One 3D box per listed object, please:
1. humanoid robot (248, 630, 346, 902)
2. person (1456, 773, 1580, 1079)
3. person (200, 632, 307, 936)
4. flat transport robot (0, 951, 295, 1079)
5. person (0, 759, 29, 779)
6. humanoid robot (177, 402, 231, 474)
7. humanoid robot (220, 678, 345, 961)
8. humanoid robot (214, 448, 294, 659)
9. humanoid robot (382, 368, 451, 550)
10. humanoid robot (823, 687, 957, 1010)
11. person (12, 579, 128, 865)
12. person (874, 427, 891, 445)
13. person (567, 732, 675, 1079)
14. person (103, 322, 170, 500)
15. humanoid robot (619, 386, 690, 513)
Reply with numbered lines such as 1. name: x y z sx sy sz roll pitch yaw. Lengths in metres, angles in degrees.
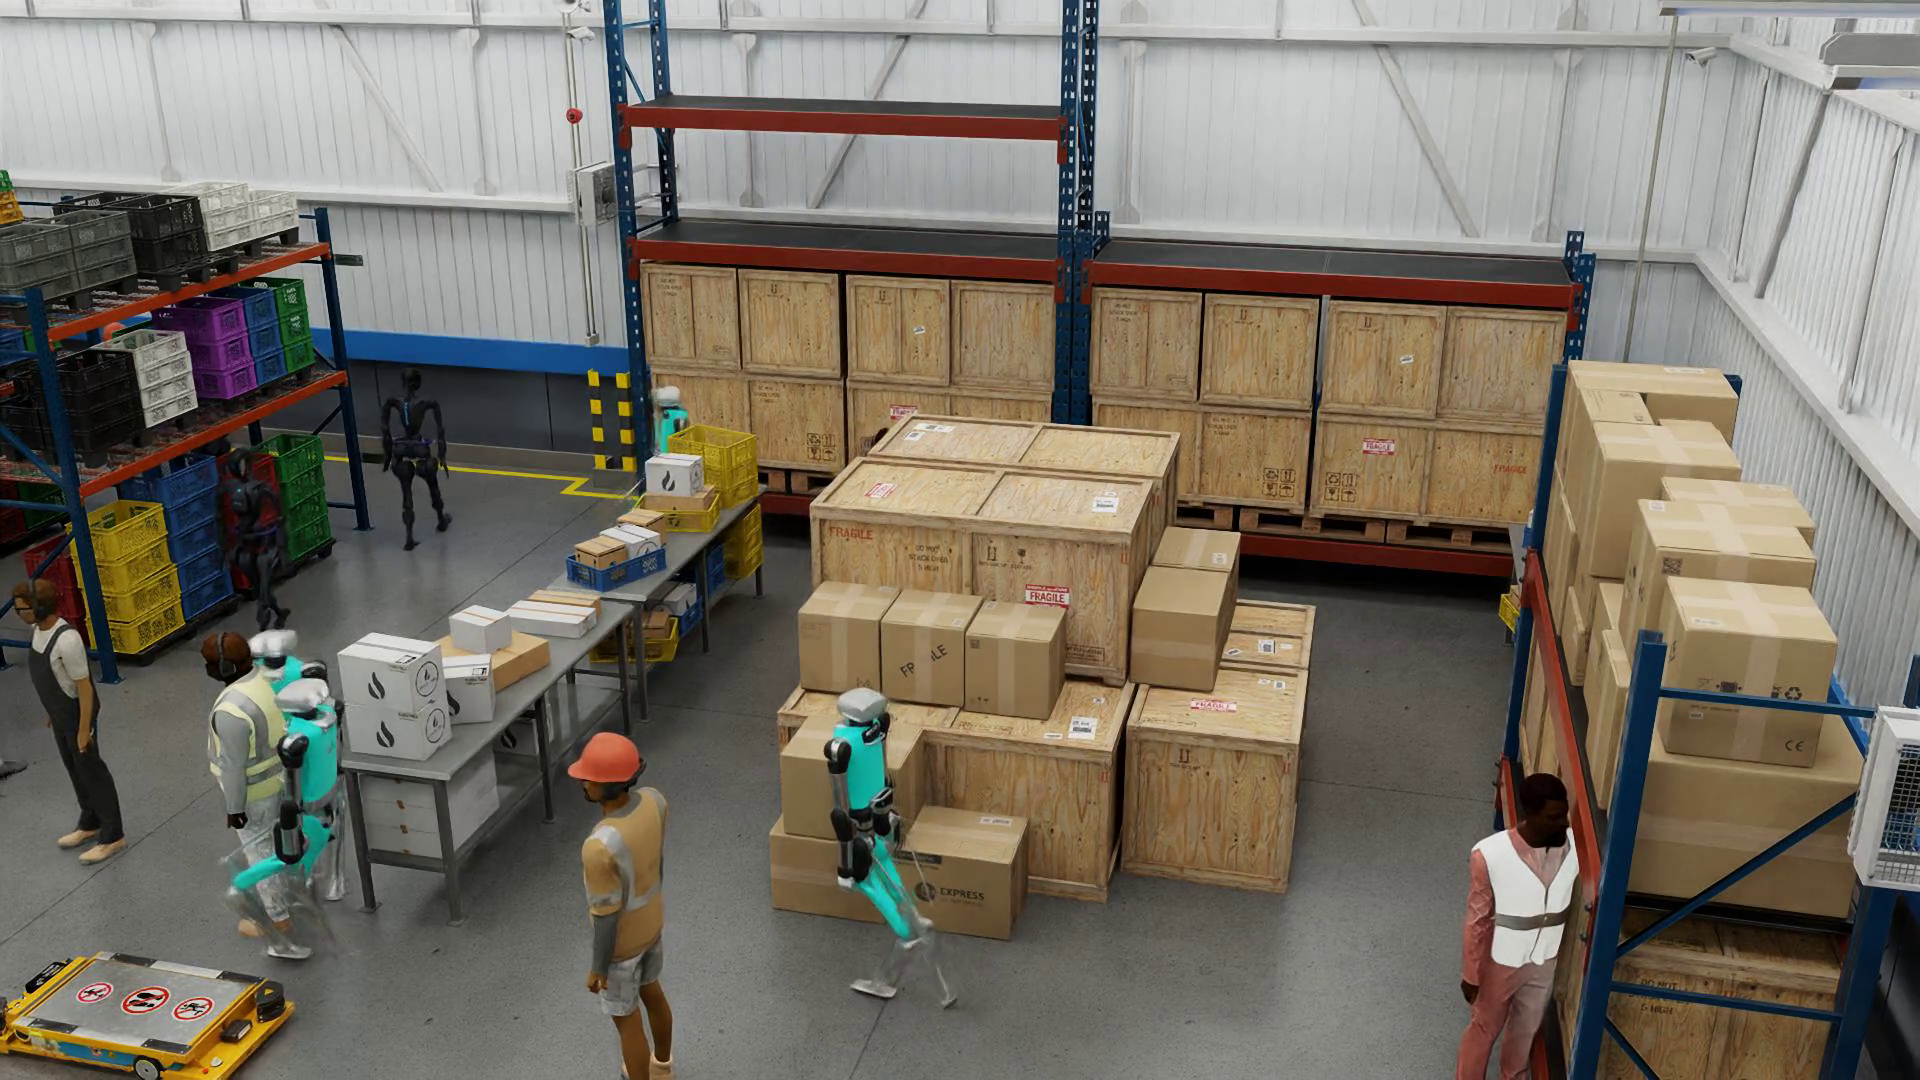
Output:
1. humanoid robot: -3.794 1.262 9.692 0.540 1.784 0.765 -2 21 -4
2. person: 2.573 1.929 7.685 0.595 1.921 0.385 -7 22 -17
3. person: -3.952 1.356 9.317 0.429 1.834 0.632 0 21 1
4. flat transport robot: -4.270 2.464 8.601 1.431 0.231 0.659 5 22 13
5. person: -6.561 0.871 10.724 0.813 1.705 0.537 -11 24 -27
6. humanoid robot: -7.038 -0.933 15.515 0.611 1.650 0.342 8 22 20
7. humanoid robot: -3.649 1.585 8.926 0.807 1.831 0.541 2 21 6
8. humanoid robot: -5.509 0.050 13.020 0.616 1.631 0.783 2 21 5
9. humanoid robot: -4.971 -0.772 15.163 0.614 1.631 0.725 0 21 0
10. humanoid robot: -0.277 1.704 8.665 0.802 1.880 0.551 10 23 24
11. person: -5.368 1.079 10.020 0.504 1.840 0.344 18 27 39
12. person: -0.596 -0.005 12.843 0.595 1.846 0.555 19 28 40
13. person: -1.578 1.822 7.795 0.366 2.045 0.613 6 22 15
14. person: -7.551 -0.997 15.197 0.603 2.034 0.410 -10 23 -25
15. humanoid robot: -2.704 -0.424 14.125 0.899 1.768 0.578 -5 21 -12
